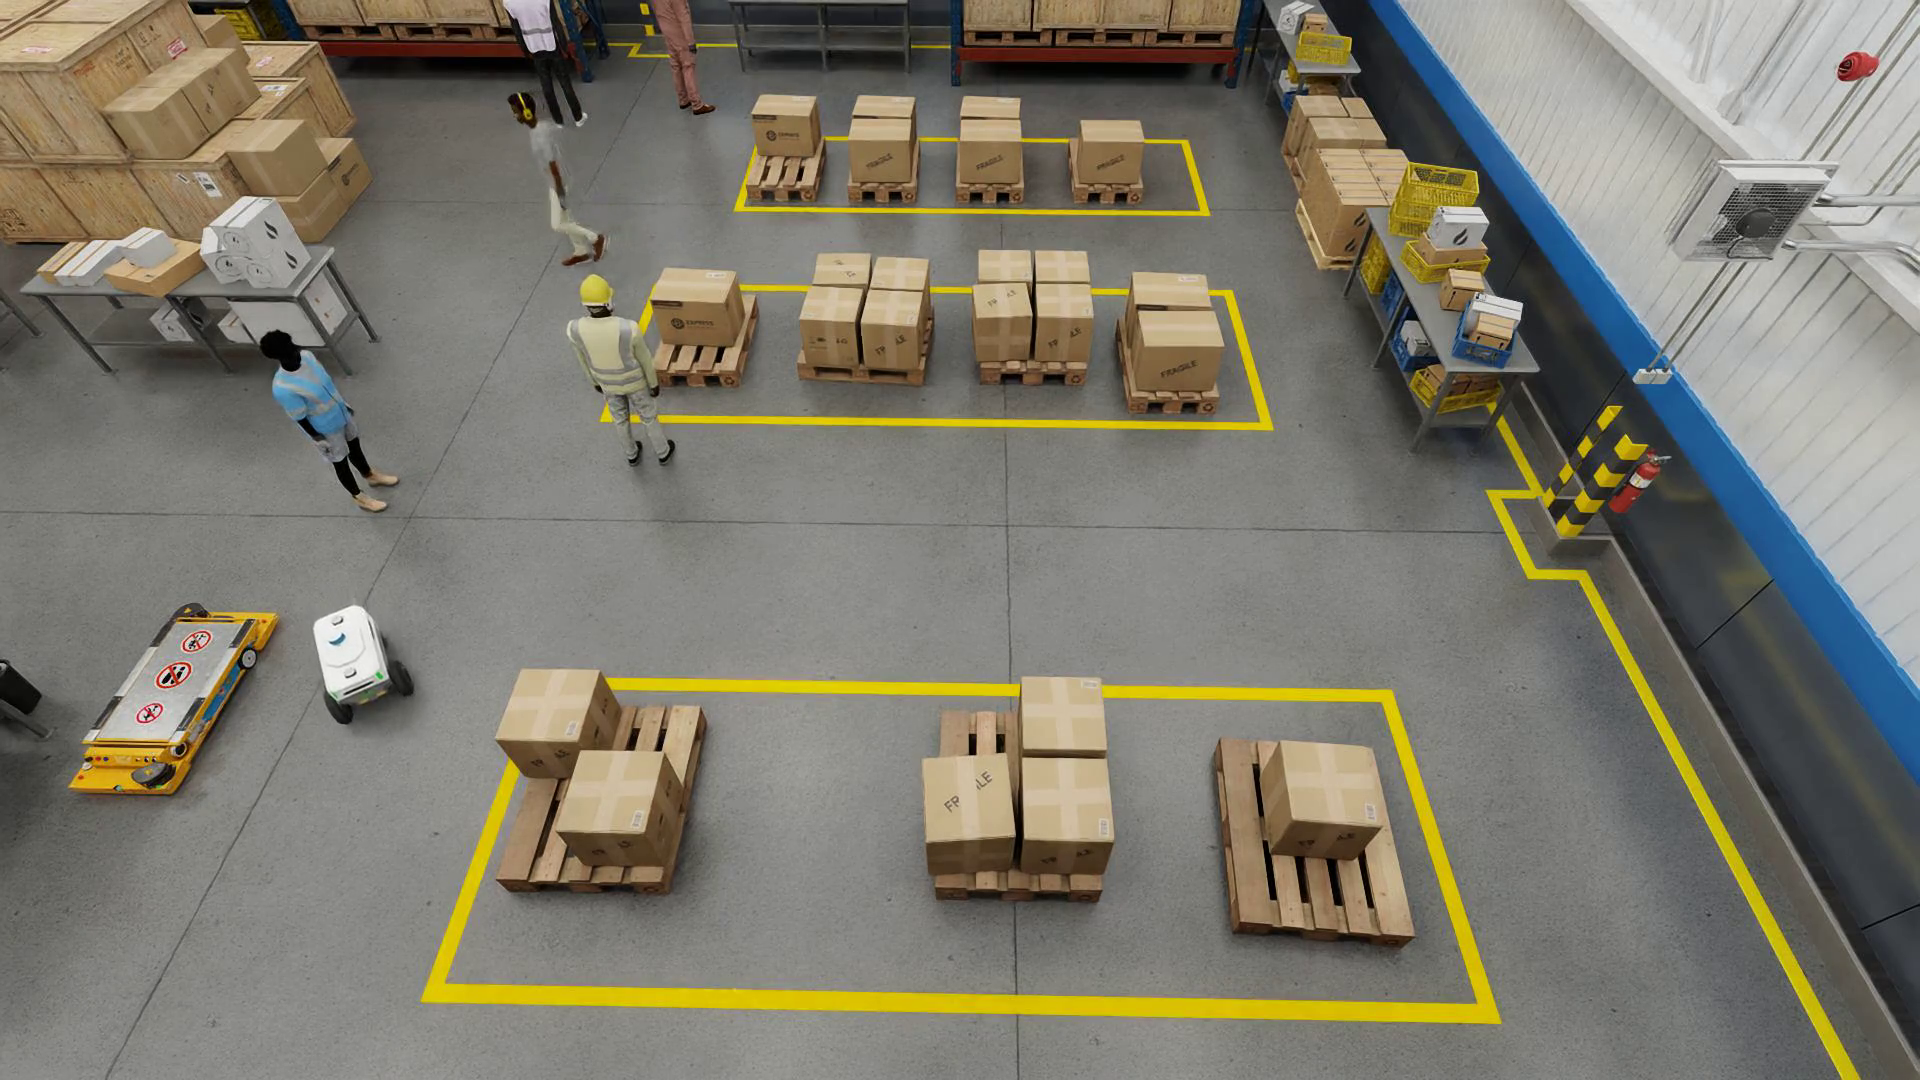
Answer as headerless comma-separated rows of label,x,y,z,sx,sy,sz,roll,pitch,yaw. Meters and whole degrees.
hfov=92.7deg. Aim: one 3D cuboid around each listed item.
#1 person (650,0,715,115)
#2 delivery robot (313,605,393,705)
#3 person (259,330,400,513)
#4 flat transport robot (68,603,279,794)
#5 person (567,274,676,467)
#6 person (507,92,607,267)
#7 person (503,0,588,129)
person,-3.606,-6.500,11.786,0.649,1.907,0.409,35,58,26
delivery robot,-4.271,0.800,6.428,0.477,0.478,0.707,-26,54,-20
person,-4.964,-0.936,7.212,0.318,1.695,0.540,-2,50,-2
flat transport robot,-5.504,1.072,6.442,0.652,0.197,1.431,1,50,1
person,-2.739,-1.328,7.465,0.581,1.823,0.403,1,50,1
person,-4.140,-3.648,9.405,0.450,1.851,0.553,-21,53,-17
person,-5.210,-6.162,11.491,0.591,1.922,0.392,-9,50,-8
